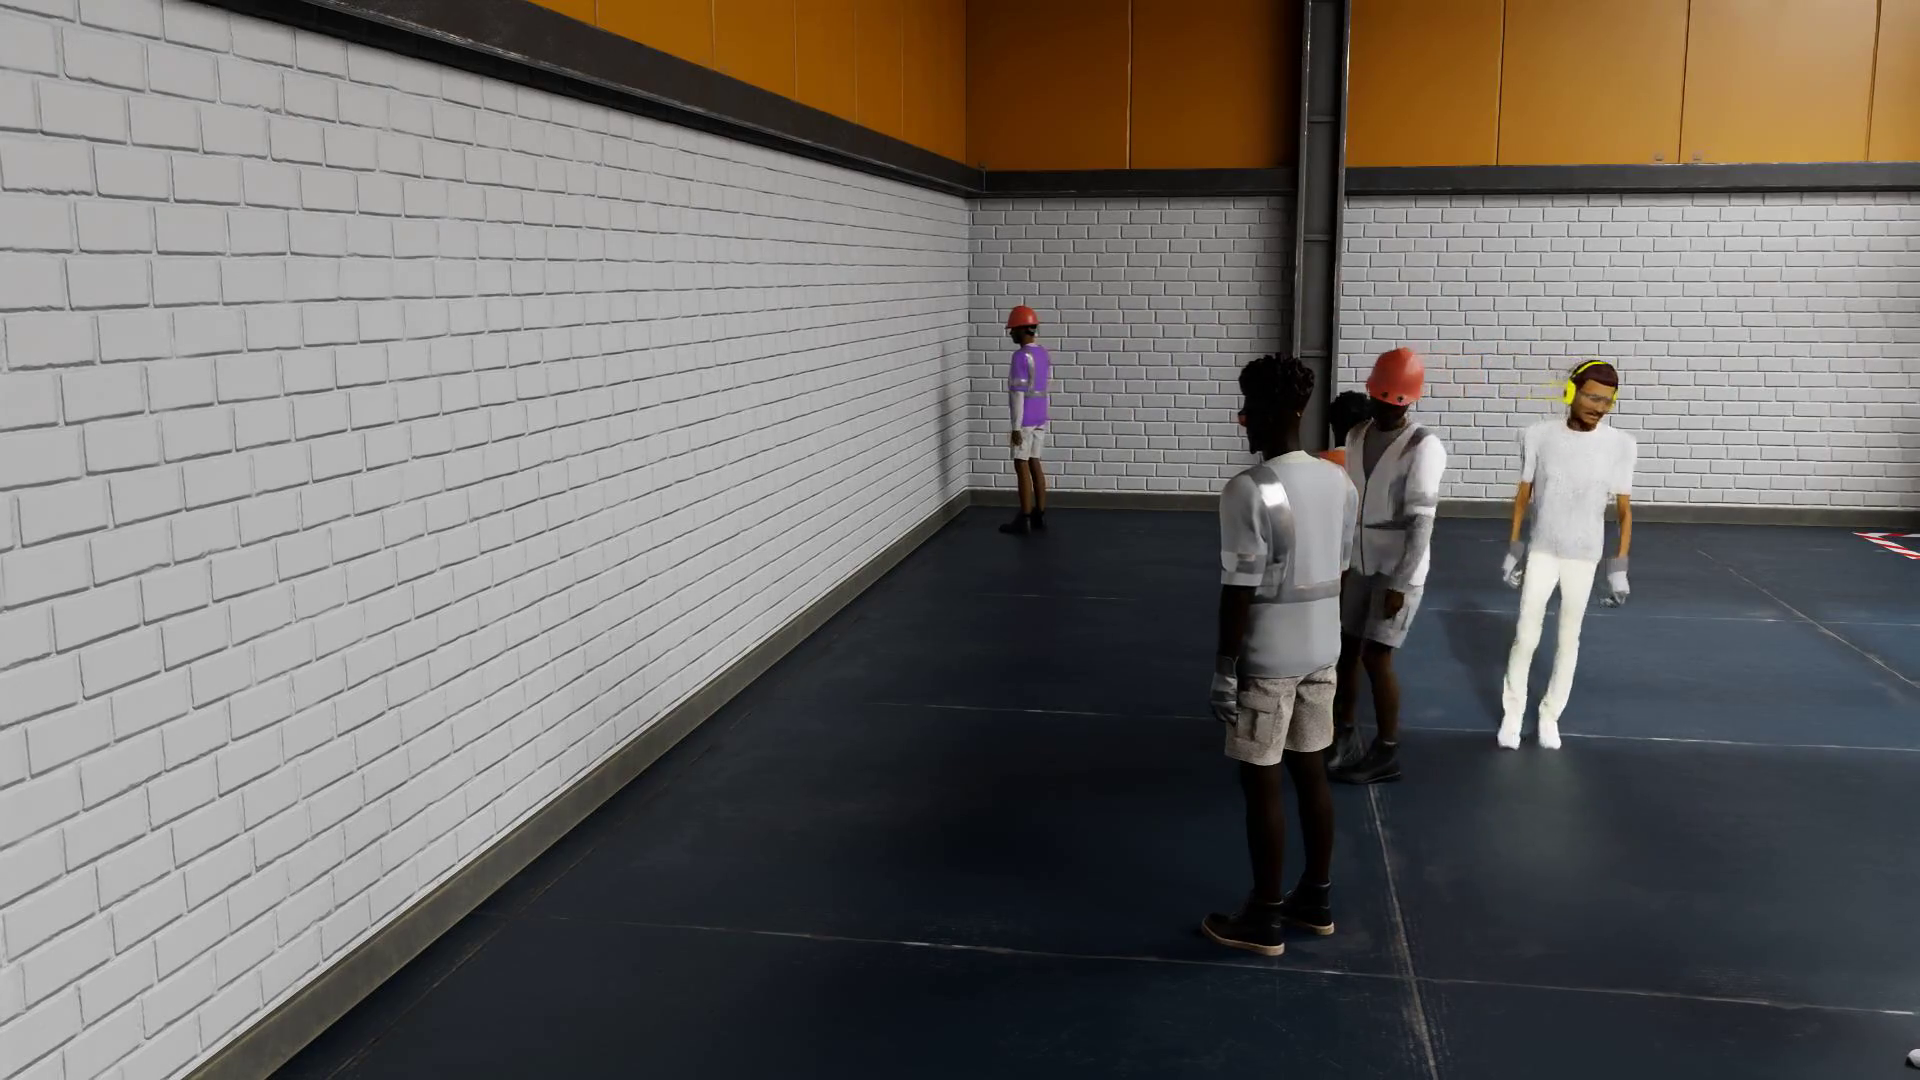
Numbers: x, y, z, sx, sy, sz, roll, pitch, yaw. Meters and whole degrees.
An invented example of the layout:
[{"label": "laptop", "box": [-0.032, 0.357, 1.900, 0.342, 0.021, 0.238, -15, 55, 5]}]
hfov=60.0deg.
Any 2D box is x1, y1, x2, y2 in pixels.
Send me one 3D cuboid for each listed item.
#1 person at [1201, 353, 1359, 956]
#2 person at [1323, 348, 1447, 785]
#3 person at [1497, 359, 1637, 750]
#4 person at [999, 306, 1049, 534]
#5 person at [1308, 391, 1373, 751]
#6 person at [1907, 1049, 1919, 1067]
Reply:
[{"label": "person", "box": [1.047, 0.370, 5.463, 0.607, 1.958, 0.378, -8, 12, -41]}, {"label": "person", "box": [1.813, 0.129, 7.155, 0.396, 1.894, 0.574, -5, 10, -28]}, {"label": "person", "box": [2.779, 0.083, 7.626, 0.563, 1.825, 0.507, 4, 10, 24]}, {"label": "person", "box": [0.544, -1.022, 14.164, 0.374, 1.929, 0.556, 5, 10, 27]}, {"label": "person", "box": [1.759, 0.126, 7.857, 0.607, 1.645, 0.748, 0, 9, -1]}, {"label": "person", "box": [2.844, 0.699, 4.405, 0.279, 1.634, 0.499, -3, 10, -18]}]
